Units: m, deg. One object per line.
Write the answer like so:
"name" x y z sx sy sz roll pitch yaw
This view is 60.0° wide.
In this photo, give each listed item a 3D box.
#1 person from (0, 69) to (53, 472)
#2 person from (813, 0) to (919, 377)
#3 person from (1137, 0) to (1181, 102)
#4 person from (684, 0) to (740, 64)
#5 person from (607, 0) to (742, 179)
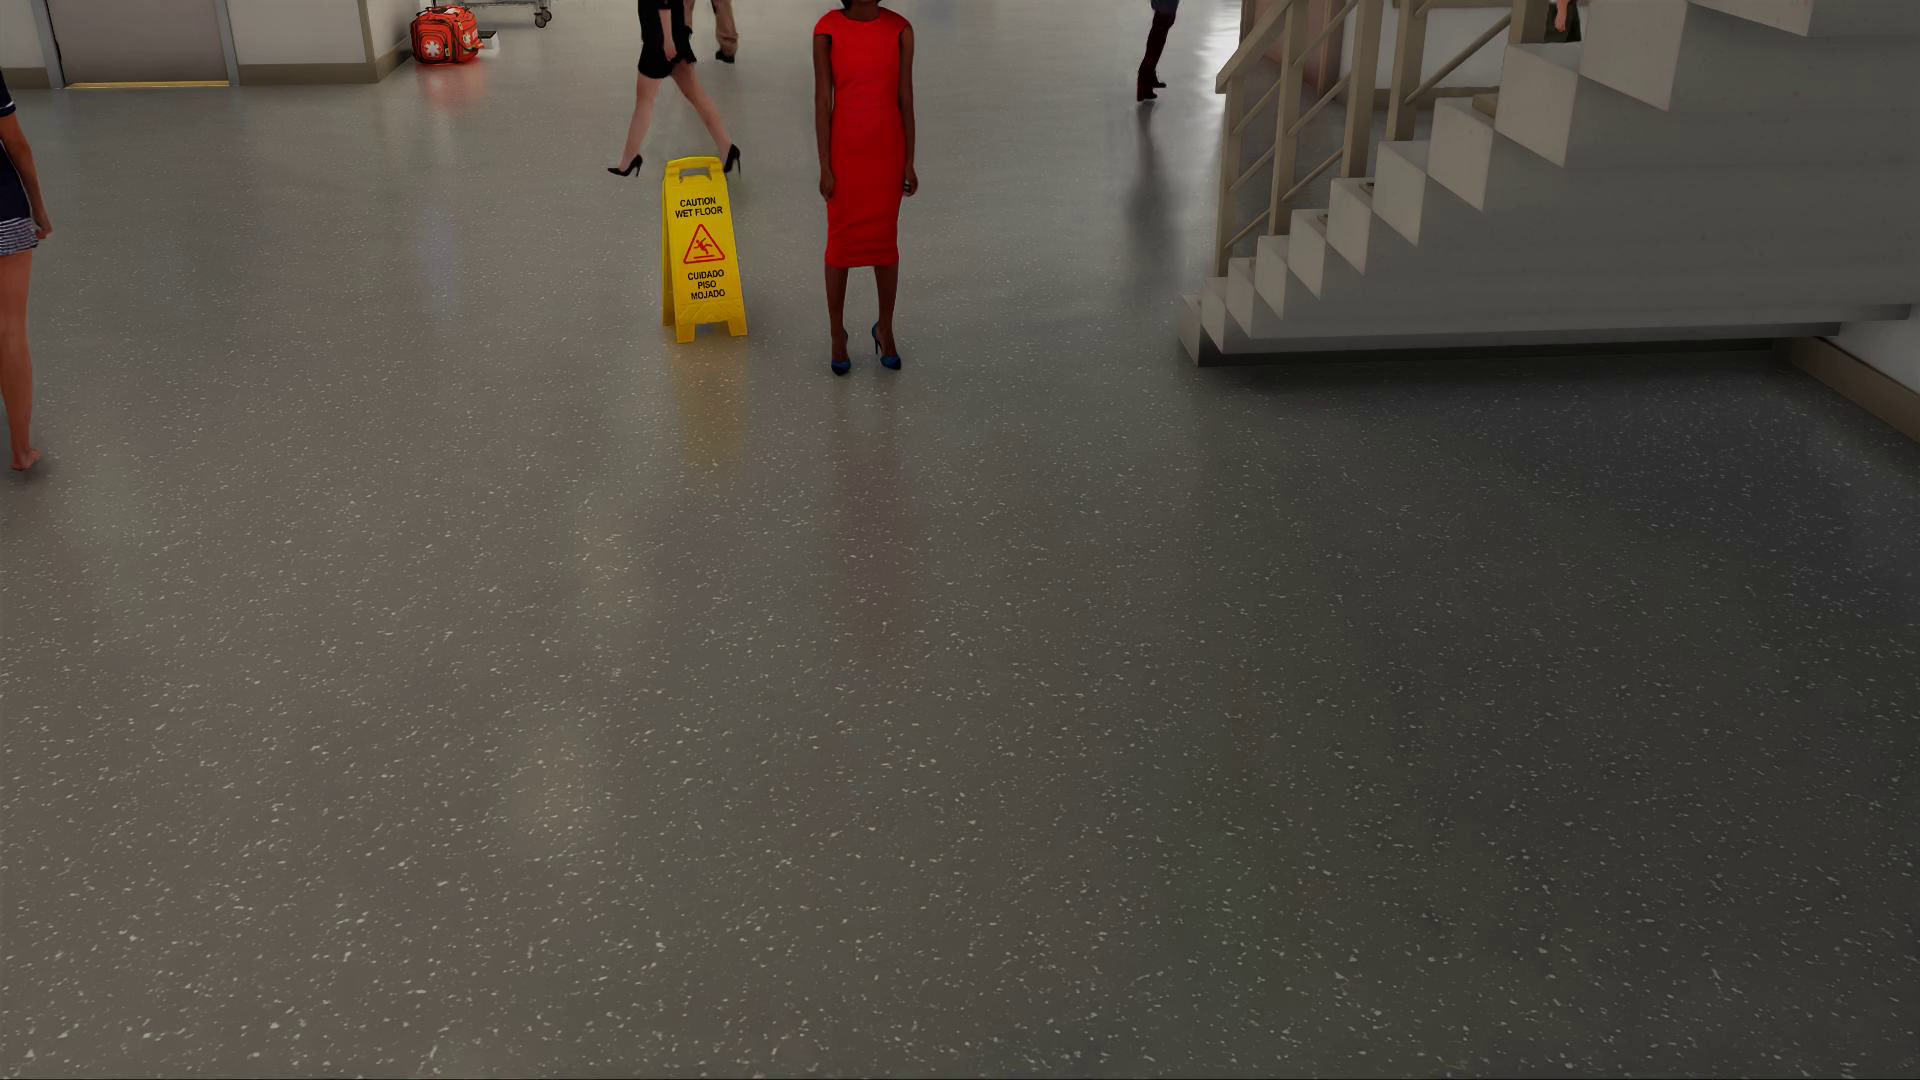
"person" -3.463 -1.070 5.834 0.819 1.724 1.165 -10 27 -19
"person" -0.389 -1.547 6.801 0.595 1.743 0.543 -6 26 -12
"person" 1.445 -4.034 12.026 0.771 1.684 0.873 19 32 35
"person" -2.029 -4.675 13.234 1.005 1.791 1.287 -14 29 -26
"person" -1.623 -2.903 9.717 0.733 1.654 0.983 0 26 0
